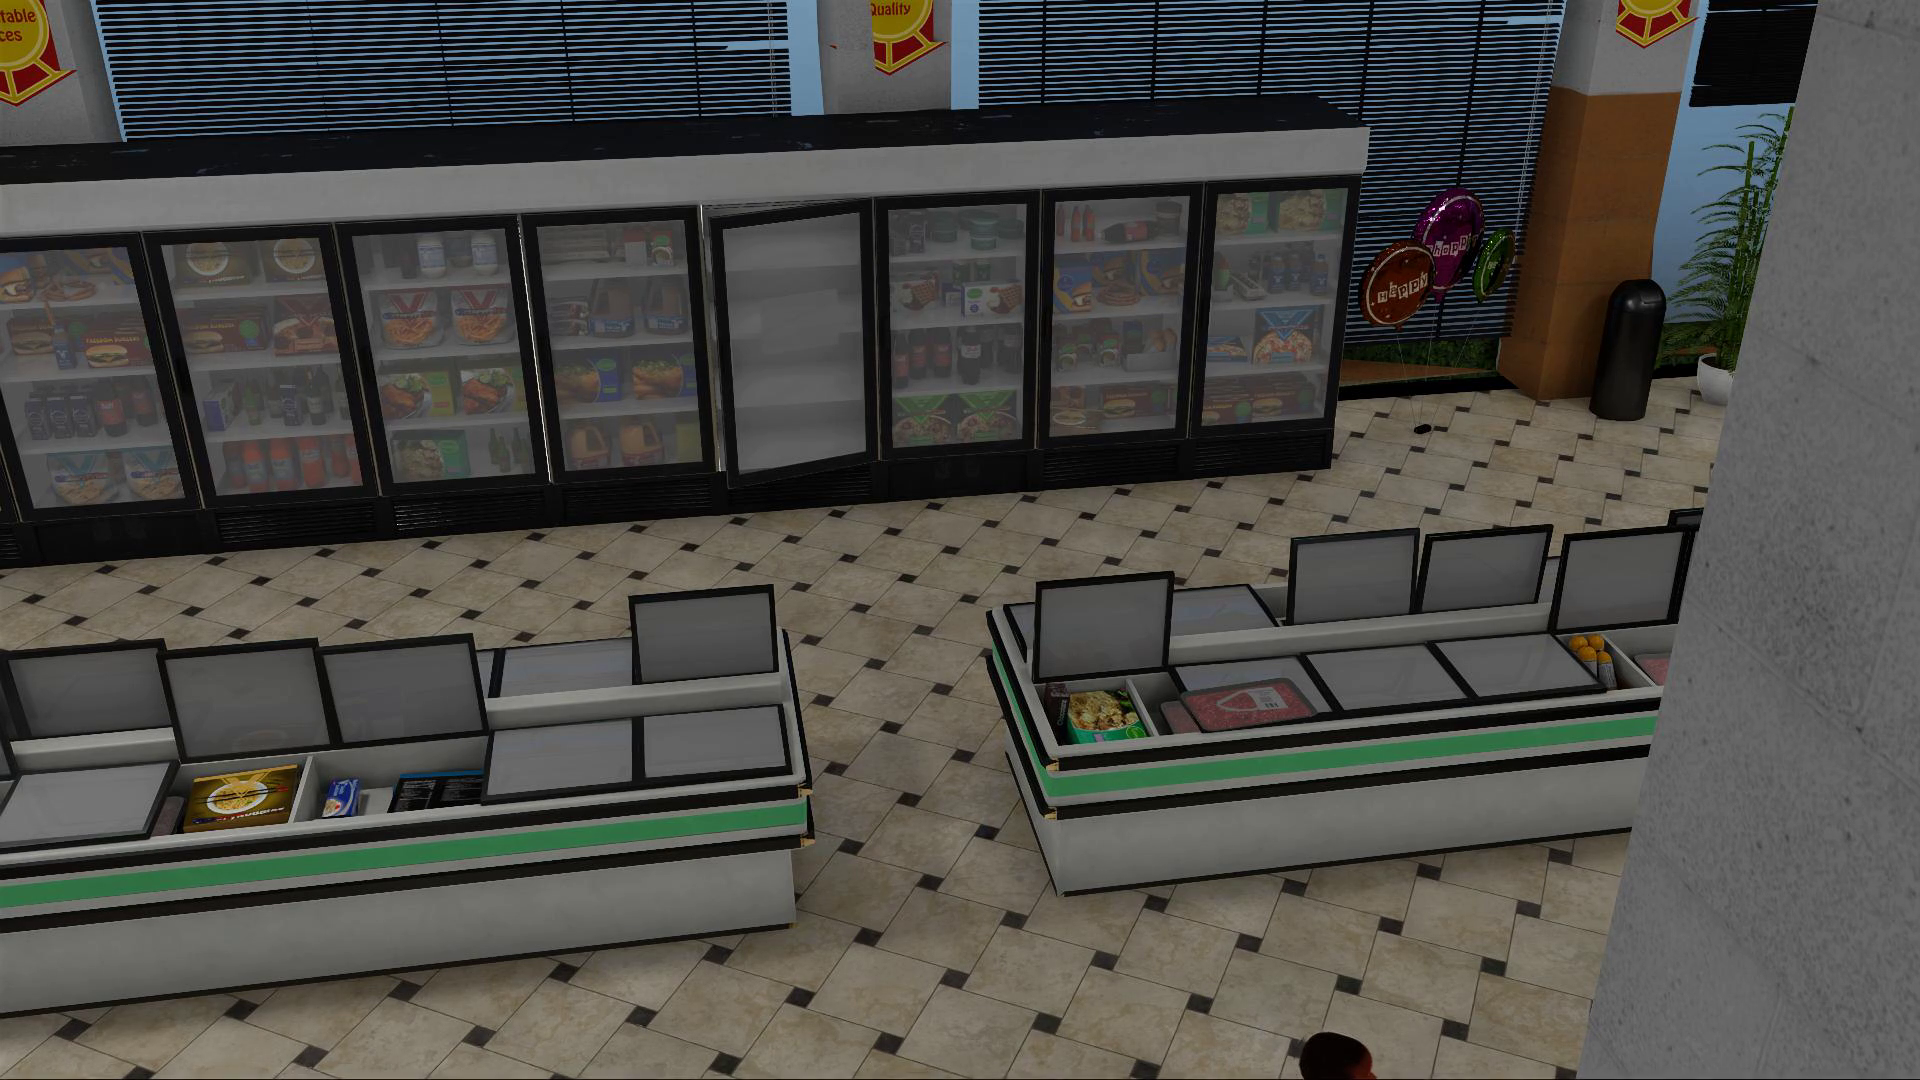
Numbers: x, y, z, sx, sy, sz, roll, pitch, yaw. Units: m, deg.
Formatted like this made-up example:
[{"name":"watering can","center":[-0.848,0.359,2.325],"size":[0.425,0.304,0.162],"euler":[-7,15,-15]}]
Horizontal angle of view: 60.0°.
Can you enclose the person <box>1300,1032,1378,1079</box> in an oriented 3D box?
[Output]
[{"name":"person","center":[1.058,1.972,4.922],"size":[0.522,1.311,0.516],"euler":[1,27,1]}]
